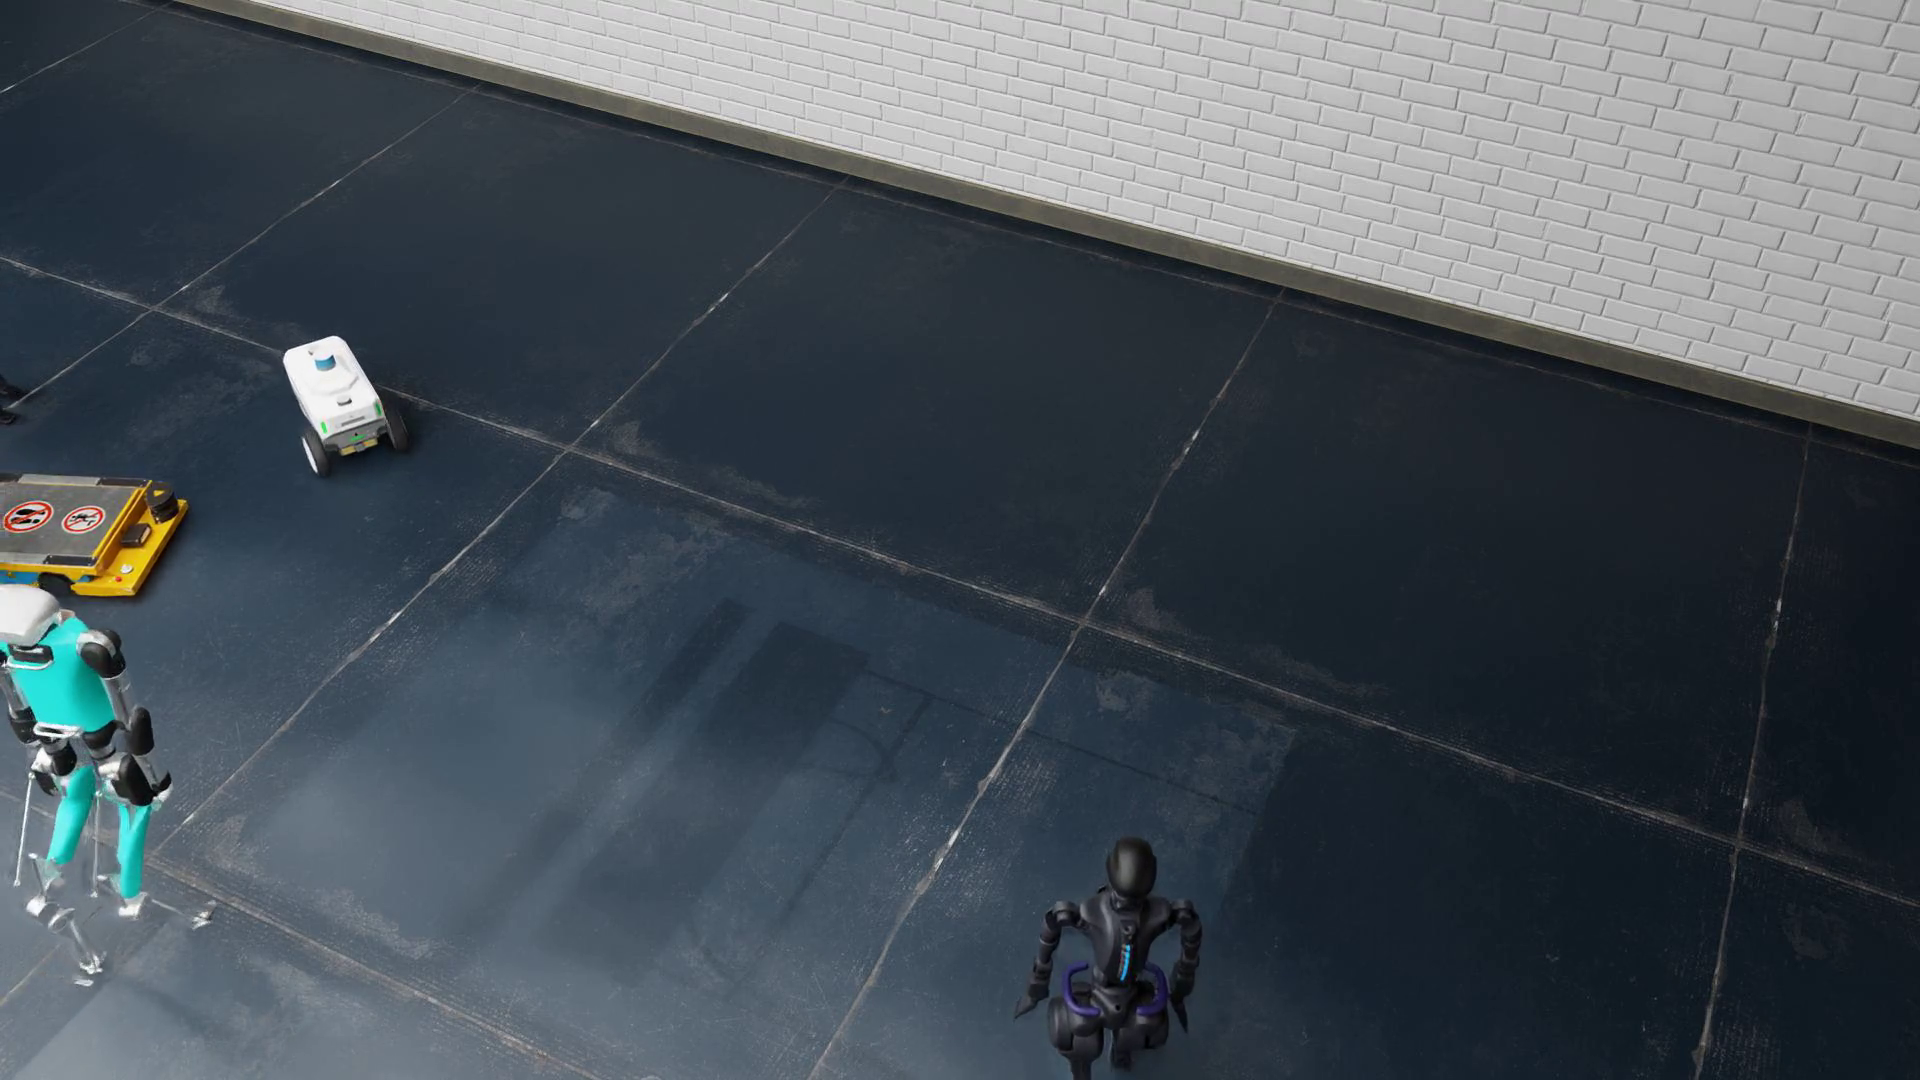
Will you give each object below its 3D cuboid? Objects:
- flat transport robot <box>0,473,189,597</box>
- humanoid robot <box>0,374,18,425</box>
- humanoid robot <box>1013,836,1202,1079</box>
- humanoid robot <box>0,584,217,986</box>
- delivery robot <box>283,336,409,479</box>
[{"bbox_3d":[-4.690,-0.033,8.291,1.431,0.231,0.659,3,43,3],"label":"flat transport robot"},{"bbox_3d":[-5.358,-1.299,8.619,0.395,1.656,0.612,7,43,8],"label":"humanoid robot"},{"bbox_3d":[0.480,1.532,5.603,0.600,1.624,0.787,-2,43,-2],"label":"humanoid robot"},{"bbox_3d":[-3.249,1.023,6.094,0.532,1.802,0.797,5,43,6],"label":"humanoid robot"},{"bbox_3d":[-3.305,-0.736,8.842,0.499,0.599,0.784,-23,48,-23],"label":"delivery robot"}]
